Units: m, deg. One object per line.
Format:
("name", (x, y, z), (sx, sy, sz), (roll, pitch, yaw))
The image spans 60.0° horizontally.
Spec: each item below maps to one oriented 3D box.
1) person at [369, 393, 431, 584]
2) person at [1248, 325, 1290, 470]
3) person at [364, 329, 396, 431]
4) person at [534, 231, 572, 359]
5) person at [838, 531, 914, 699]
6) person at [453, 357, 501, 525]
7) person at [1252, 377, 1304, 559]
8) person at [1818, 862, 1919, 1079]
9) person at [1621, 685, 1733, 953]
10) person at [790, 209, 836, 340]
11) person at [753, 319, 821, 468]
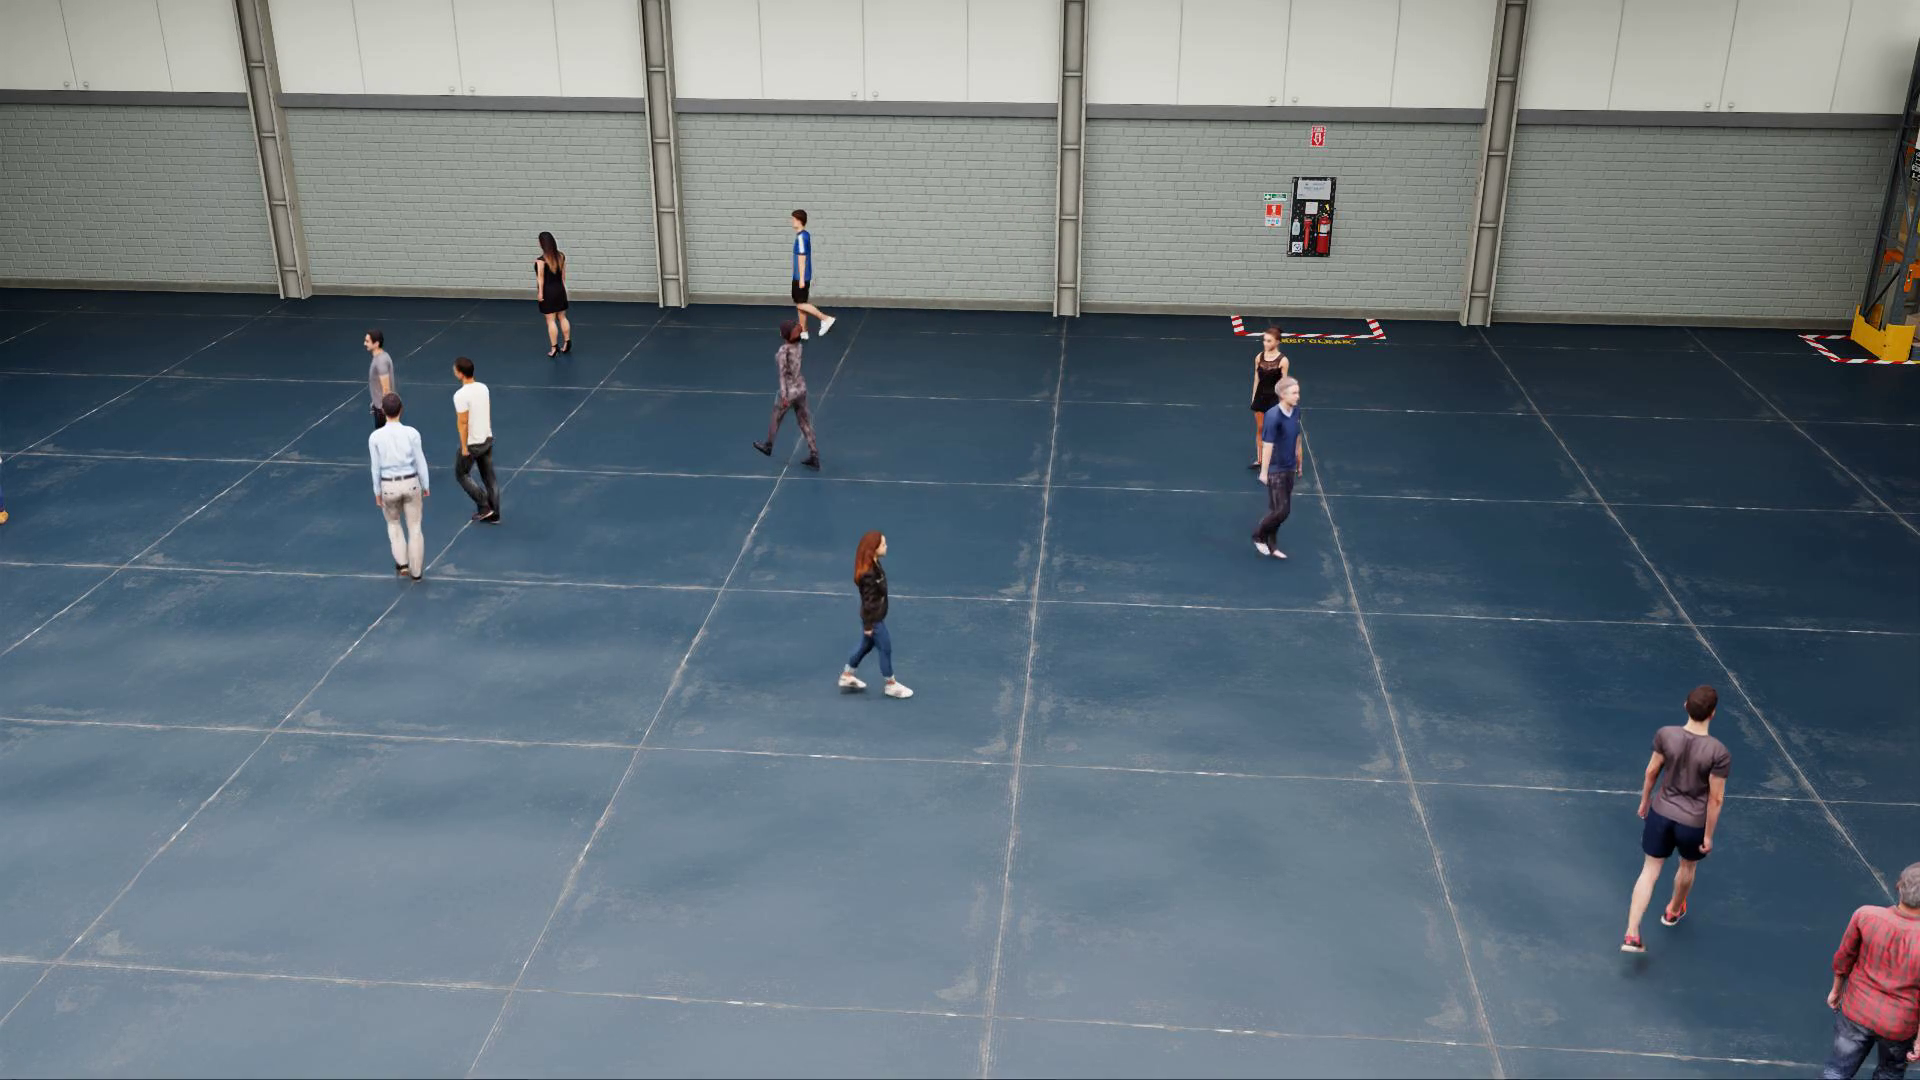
("person", (-5.283, -0.452, 15.712), (0.719, 1.834, 0.827), (-8, 24, -17))
("person", (3.460, -1.567, 18.534), (0.670, 1.676, 0.747), (19, 30, 38))
("person", (-6.258, -1.473, 18.215), (0.749, 1.754, 0.742), (-8, 24, -19))
("person", (-5.541, -3.345, 22.671), (0.747, 1.712, 0.733), (14, 27, 29))
("person", (-0.782, 0.612, 13.685), (0.877, 1.462, 0.648), (-2, 23, -4))
("person", (-4.880, -0.989, 17.035), (0.739, 1.786, 0.752), (10, 25, 22))
("person", (3.050, -0.712, 16.289), (0.814, 1.861, 0.865), (-20, 30, -39))
("person", (4.793, 2.537, 8.733), (1.232, 1.795, 1.226), (20, 30, 39))
("person", (4.472, 1.796, 10.447), (1.193, 1.817, 1.146), (18, 29, 36))
("person", (-2.130, -3.707, 23.339), (1.000, 1.855, 0.769), (-3, 23, -7))
("person", (-1.804, -1.601, 18.629), (1.210, 1.665, 0.982), (15, 27, 31))
